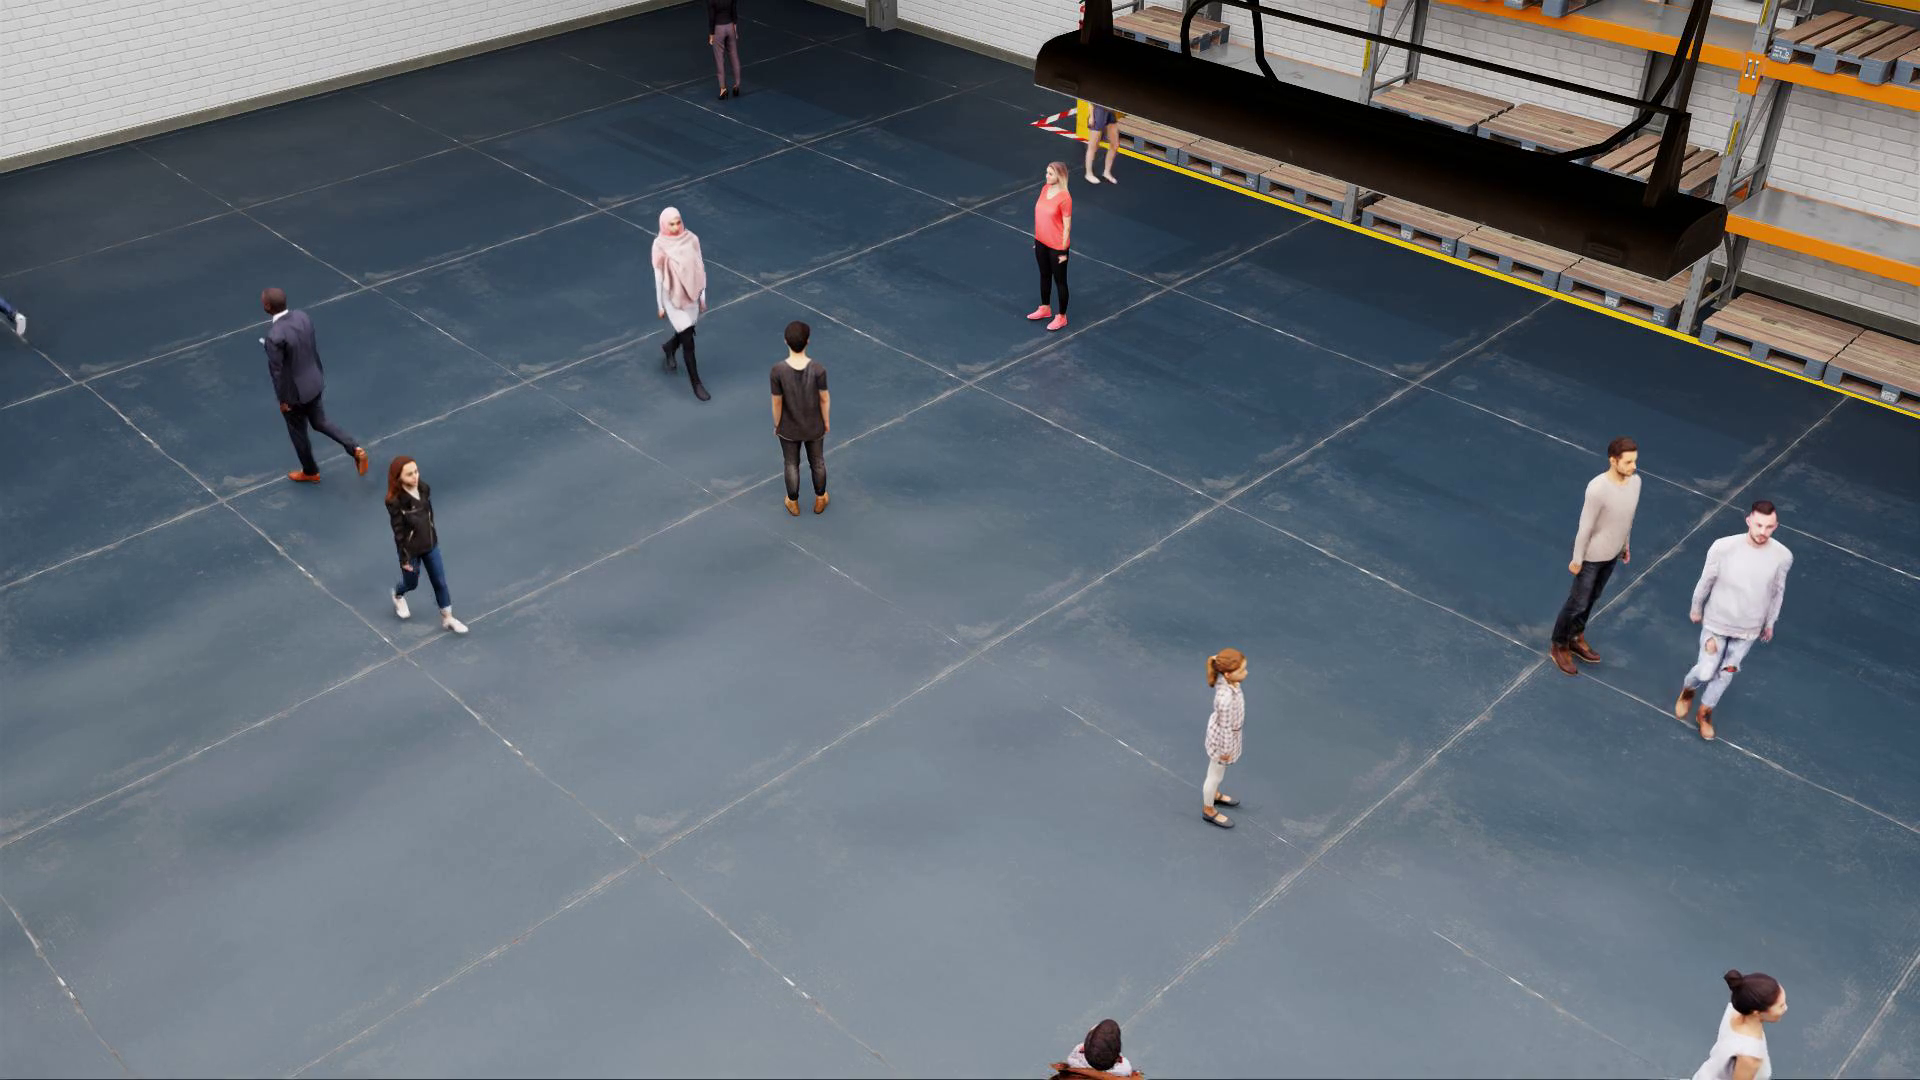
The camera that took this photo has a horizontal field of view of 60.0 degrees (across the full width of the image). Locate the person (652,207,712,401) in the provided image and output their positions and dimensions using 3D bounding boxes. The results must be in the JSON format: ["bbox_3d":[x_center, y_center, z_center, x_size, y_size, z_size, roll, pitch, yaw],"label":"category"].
[{"bbox_3d":[-2.597,-2.206,15.272,0.738,1.776,1.161,-23,40,-30],"label":"person"}]

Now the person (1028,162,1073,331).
[{"bbox_3d":[0.924,-2.918,16.418,0.674,1.694,0.496,-23,40,-31],"label":"person"}]

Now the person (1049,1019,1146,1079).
[{"bbox_3d":[0.600,2.919,7.532,1.040,1.809,1.079,2,34,4],"label":"person"}]

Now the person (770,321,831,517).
[{"bbox_3d":[-1.285,-0.975,13.474,0.710,1.717,0.749,-3,34,-5],"label":"person"}]

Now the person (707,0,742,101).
[{"bbox_3d":[-3.136,-6.707,22.138,0.620,1.672,0.562,-23,40,-30],"label":"person"}]

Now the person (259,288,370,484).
[{"bbox_3d":[-5.398,-1.234,13.787,1.123,1.802,0.974,10,35,15],"label":"person"}]

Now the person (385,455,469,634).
[{"bbox_3d":[-4.036,0.024,12.203,0.978,1.460,0.666,21,39,28],"label":"person"}]

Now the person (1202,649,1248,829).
[{"bbox_3d":[1.665,1.223,10.532,0.650,1.313,0.616,9,35,14],"label":"person"}]

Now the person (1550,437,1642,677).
[{"bbox_3d":[4.487,0.066,11.773,0.709,1.866,0.635,-19,38,-27],"label":"person"}]

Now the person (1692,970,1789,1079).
[{"bbox_3d":[3.630,2.684,8.091,1.076,1.581,0.907,7,34,10],"label":"person"}]

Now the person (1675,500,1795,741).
[{"bbox_3d":[5.179,0.486,11.172,0.780,1.831,0.867,5,34,8],"label":"person"}]
